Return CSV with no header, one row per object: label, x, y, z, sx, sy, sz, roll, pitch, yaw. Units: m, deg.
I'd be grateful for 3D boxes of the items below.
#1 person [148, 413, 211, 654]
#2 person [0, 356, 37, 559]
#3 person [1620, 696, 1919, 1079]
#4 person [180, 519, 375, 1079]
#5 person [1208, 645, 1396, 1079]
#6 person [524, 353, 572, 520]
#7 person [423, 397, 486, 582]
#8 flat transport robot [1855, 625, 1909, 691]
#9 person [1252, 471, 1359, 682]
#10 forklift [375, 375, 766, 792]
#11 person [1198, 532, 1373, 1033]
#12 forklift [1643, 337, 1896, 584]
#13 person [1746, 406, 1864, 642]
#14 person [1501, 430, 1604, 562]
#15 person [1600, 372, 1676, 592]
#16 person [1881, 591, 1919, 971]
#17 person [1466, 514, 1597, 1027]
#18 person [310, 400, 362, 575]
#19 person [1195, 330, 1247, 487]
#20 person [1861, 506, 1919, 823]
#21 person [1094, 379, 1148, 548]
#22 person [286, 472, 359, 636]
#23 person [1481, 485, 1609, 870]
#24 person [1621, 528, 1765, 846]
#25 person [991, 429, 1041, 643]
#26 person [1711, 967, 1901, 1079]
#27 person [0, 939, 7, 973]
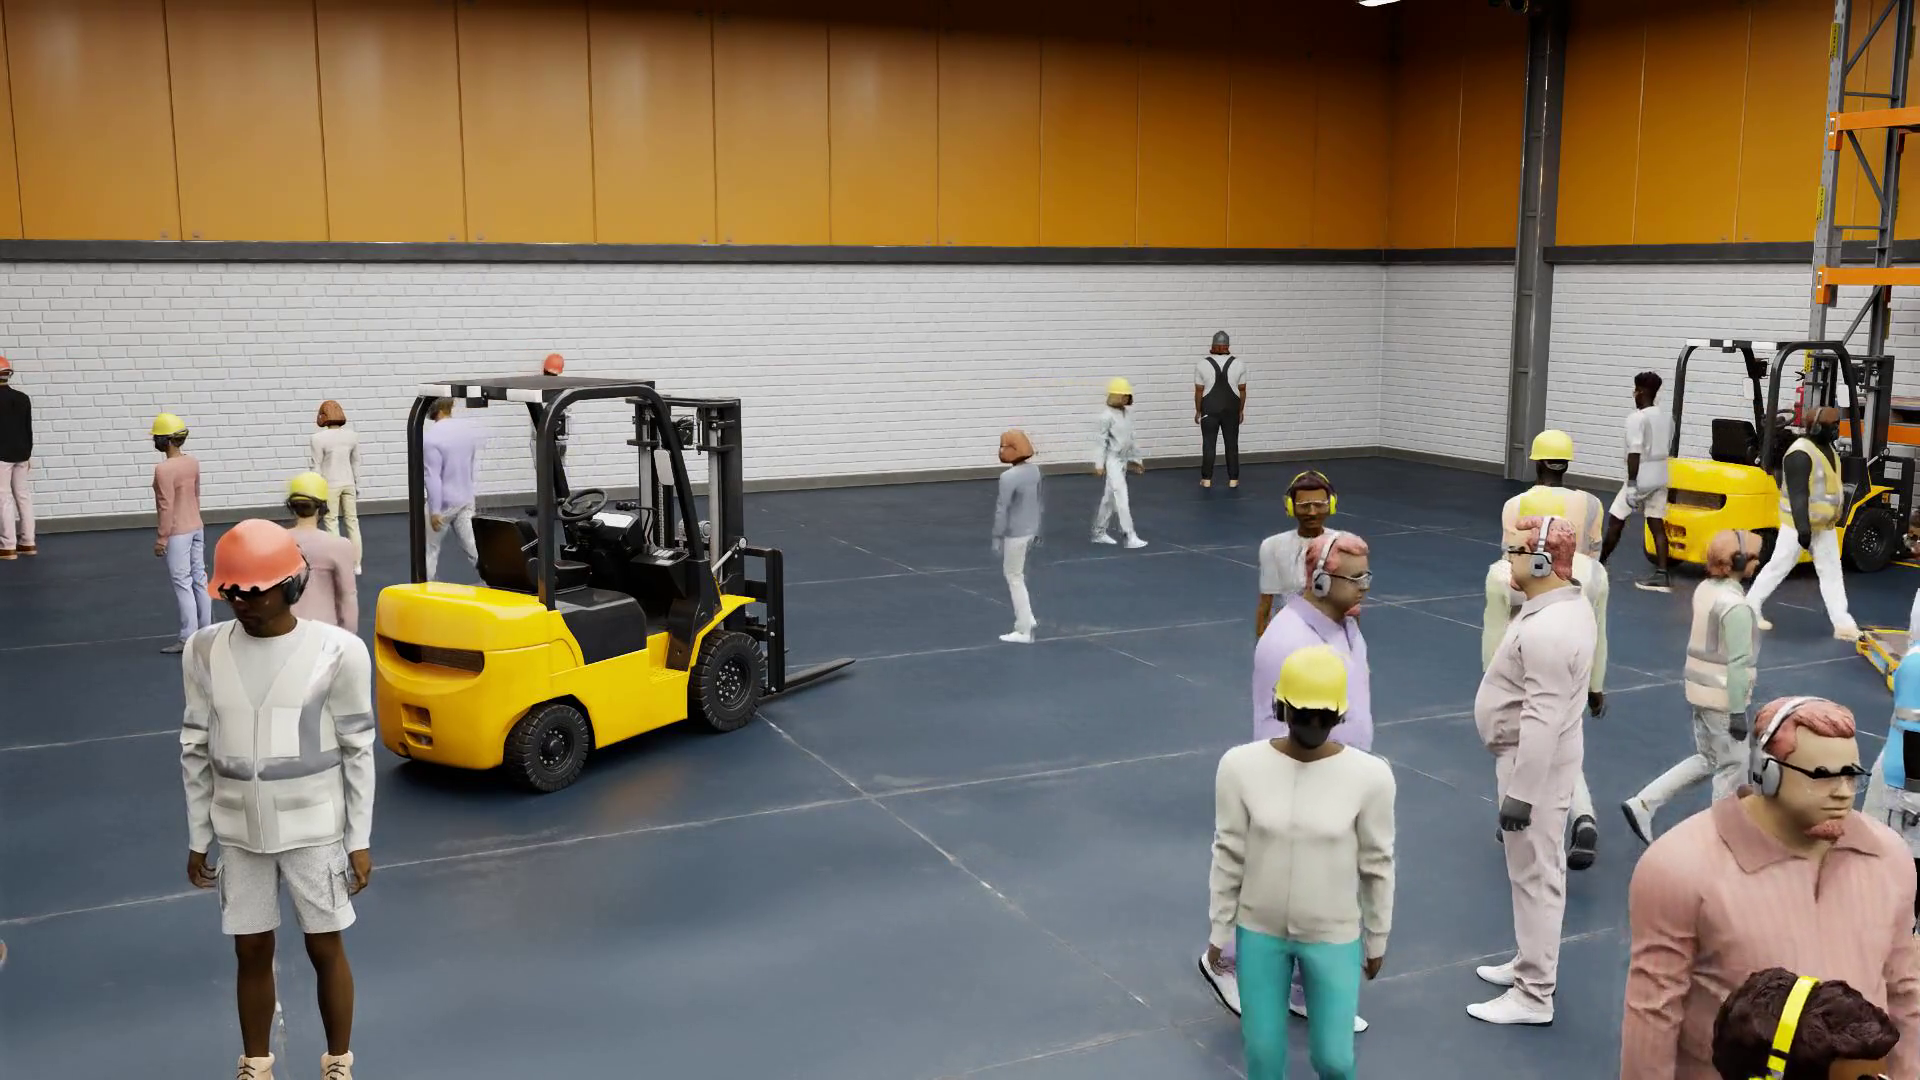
person,-5.755,-0.049,12.236,0.315,1.770,0.524,0,9,3
person,-9.329,-0.808,16.260,0.398,1.990,0.621,2,9,13
person,1.821,1.265,3.718,0.651,1.893,0.443,-2,9,-12
person,-2.179,0.934,5.316,0.605,2.033,0.392,0,9,-1
person,1.016,1.138,4.941,0.527,1.749,0.532,3,10,19
person,-4.670,-1.159,18.770,0.715,1.898,0.360,5,10,29
person,-4.108,-0.300,13.448,1.034,1.890,0.648,4,10,22
flat transport robot,6.658,0.826,11.433,0.652,0.197,1.431,3,10,18
person,1.691,0.582,8.059,0.547,1.851,0.440,0,9,3
forklift,-2.268,0.149,9.685,1.214,2.155,2.313,6,11,32
person,1.233,0.890,6.047,0.512,1.886,0.683,6,11,32
forklift,7.551,-0.789,15.507,2.313,2.155,1.214,-4,10,-25
person,6.484,-0.140,12.755,0.642,1.793,0.992,-7,12,-37
person,3.264,0.346,9.287,0.594,1.924,0.383,-2,9,-9
person,5.953,-0.530,14.765,0.627,1.911,0.967,-6,11,-32
person,3.735,0.927,6.396,0.540,1.695,0.317,-9,12,-43
person,2.128,0.851,6.219,0.410,1.909,0.643,4,10,24
person,-5.714,-0.466,15.254,0.272,1.627,0.495,6,11,33
person,3.384,-1.713,21.712,0.672,2.000,0.536,1,9,4
person,4.112,0.738,7.171,0.860,1.828,0.505,1,9,3
person,1.682,-0.769,16.888,0.835,1.709,0.495,7,11,36
person,-3.491,0.503,8.946,0.535,1.722,0.741,0,9,-2
person,2.732,0.656,7.753,0.594,1.805,0.698,0,9,-2
person,3.488,0.745,7.752,0.565,1.622,0.526,1,9,7
person,0.414,-0.027,12.554,0.376,1.616,0.521,6,11,31
person,1.174,1.512,2.415,0.516,1.812,0.996,-9,13,-43
person,-3.946,0.894,5.987,0.628,1.889,1.019,0,9,1
